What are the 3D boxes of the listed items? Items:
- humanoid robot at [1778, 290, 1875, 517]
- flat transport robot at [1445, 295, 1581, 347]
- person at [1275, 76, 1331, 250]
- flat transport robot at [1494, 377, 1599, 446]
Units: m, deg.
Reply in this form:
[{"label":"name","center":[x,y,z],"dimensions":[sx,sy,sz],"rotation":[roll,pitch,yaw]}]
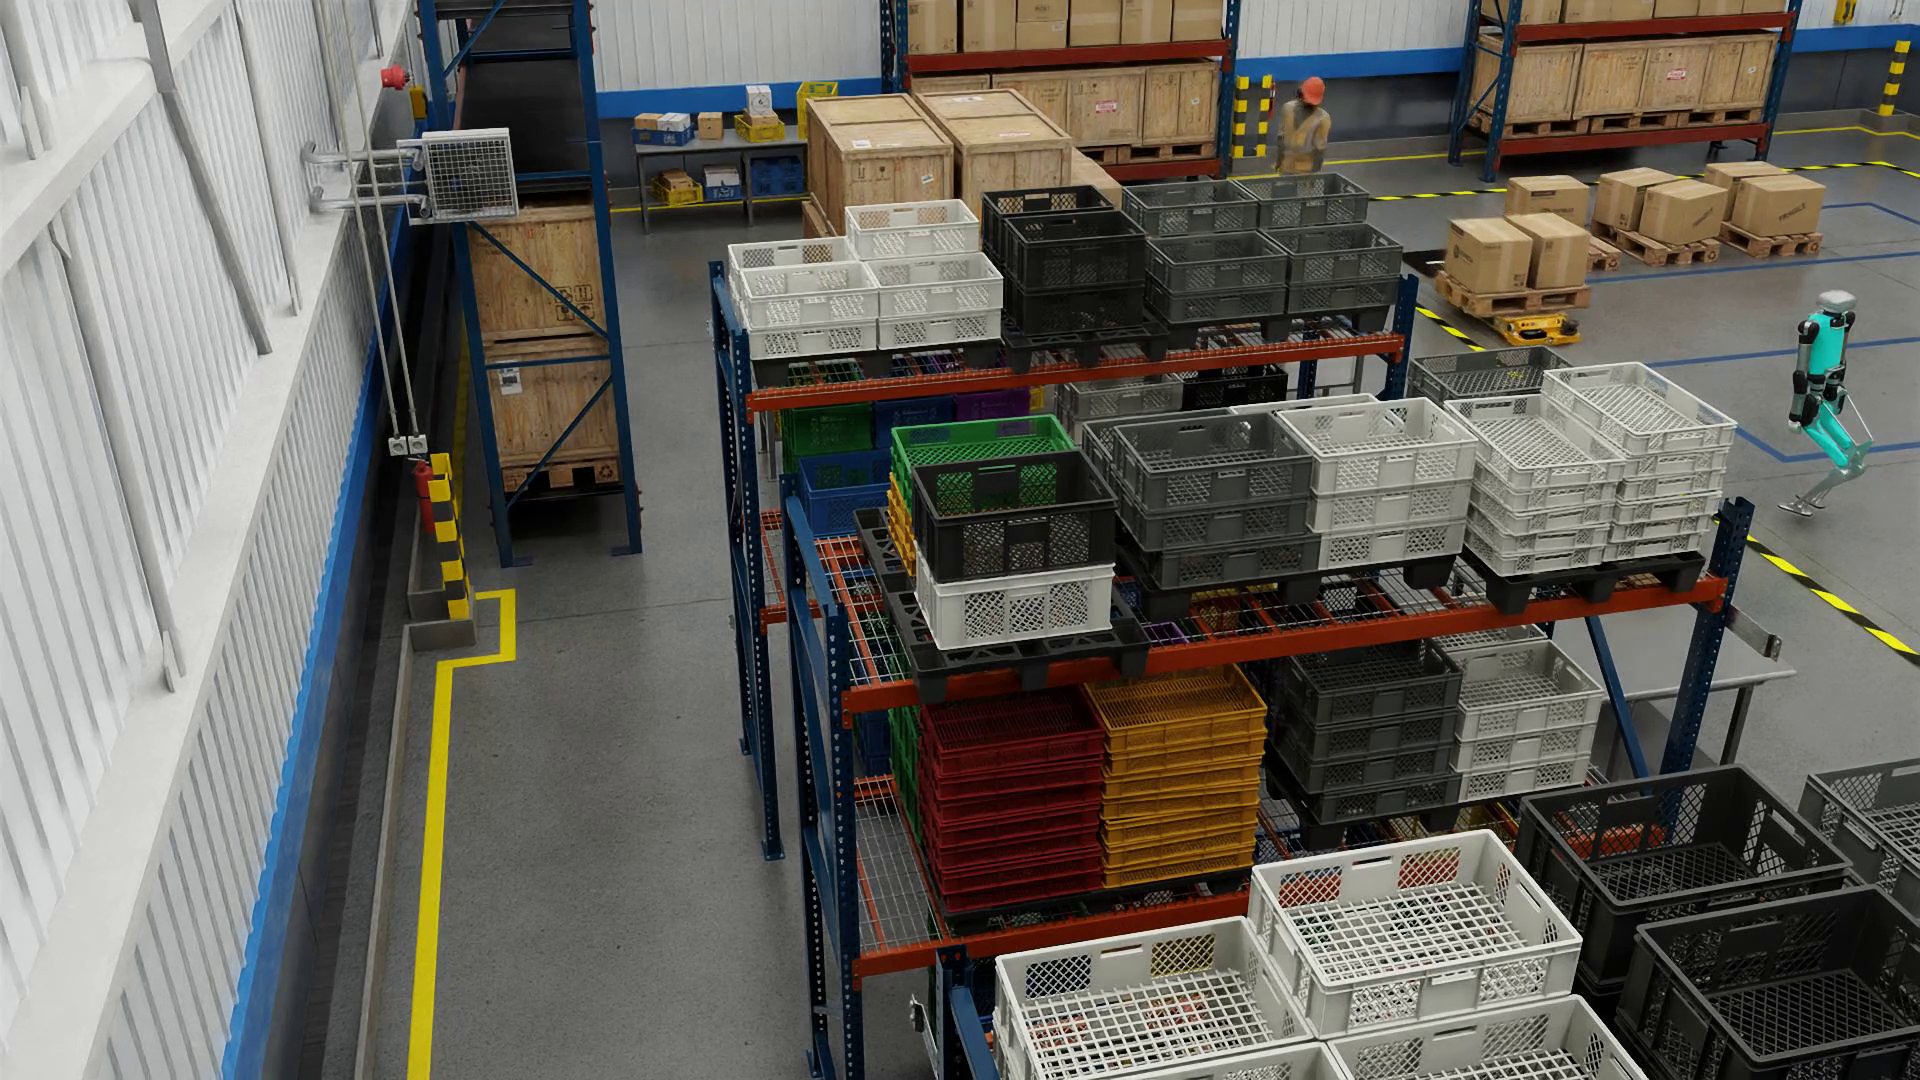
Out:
[{"label":"humanoid robot","center":[6.402,-0.944,12.119],"dimensions":[0.533,1.677,0.735],"rotation":[-16,32,-27]},{"label":"flat transport robot","center":[5.400,-2.243,16.272],"dimensions":[0.652,0.197,1.431],"rotation":[-6,28,-12]},{"label":"person","center":[3.562,-3.997,17.794],"dimensions":[0.451,1.991,0.801],"rotation":[-21,34,-34]},{"label":"flat transport robot","center":[4.780,-1.036,14.013],"dimensions":[0.659,0.231,1.431],"rotation":[-6,28,-12]}]
